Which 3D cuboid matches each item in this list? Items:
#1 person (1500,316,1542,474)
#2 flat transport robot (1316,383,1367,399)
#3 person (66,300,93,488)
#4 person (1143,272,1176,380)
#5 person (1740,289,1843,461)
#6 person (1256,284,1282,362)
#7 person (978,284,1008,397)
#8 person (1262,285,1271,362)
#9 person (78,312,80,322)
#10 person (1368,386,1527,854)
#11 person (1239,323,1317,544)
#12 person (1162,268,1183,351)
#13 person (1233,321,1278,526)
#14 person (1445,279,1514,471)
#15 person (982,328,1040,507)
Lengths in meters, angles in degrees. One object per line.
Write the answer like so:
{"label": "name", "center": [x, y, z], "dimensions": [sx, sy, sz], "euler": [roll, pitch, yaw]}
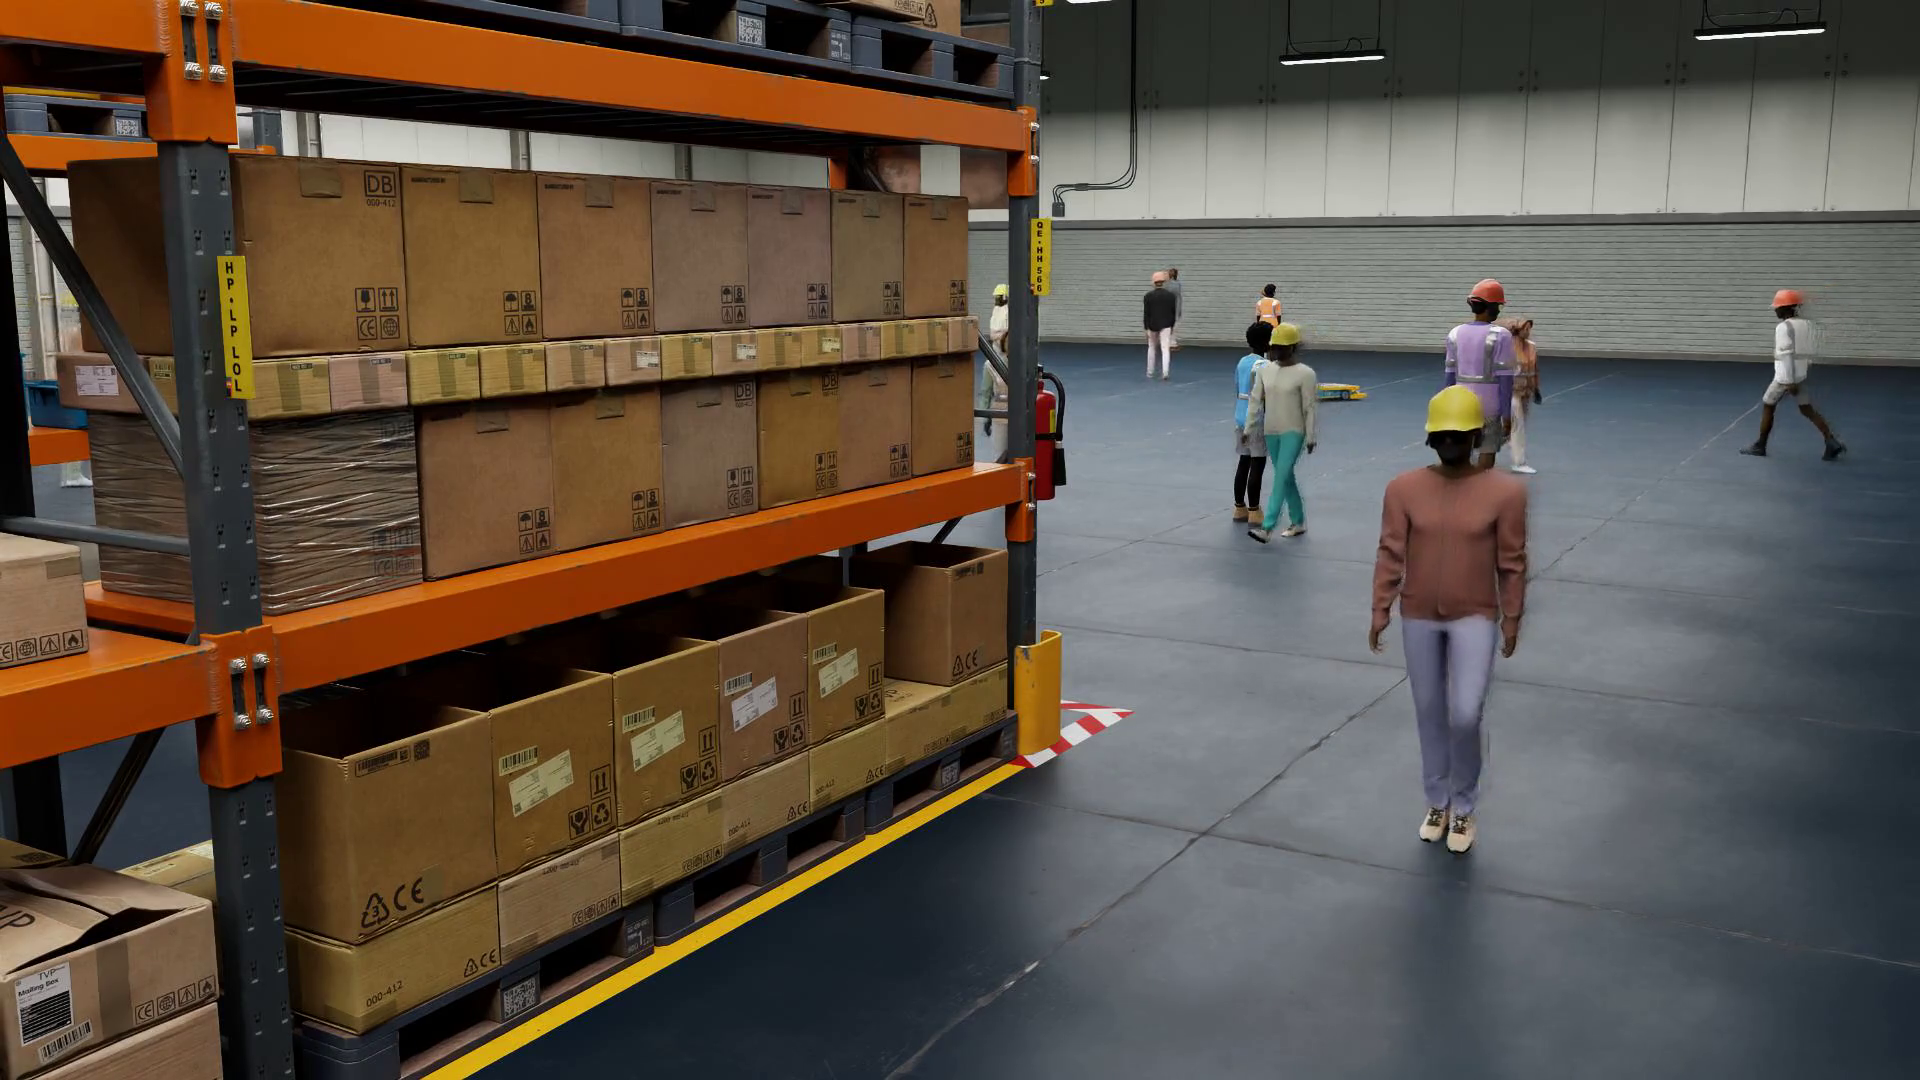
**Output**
{"label": "person", "center": [5.735, -1.520, 17.271], "dimensions": [0.524, 1.617, 0.689], "euler": [-6, 12, -33]}
{"label": "flat transport robot", "center": [5.521, -2.301, 25.787], "dimensions": [1.431, 0.197, 0.652], "euler": [-4, 10, -22]}
{"label": "person", "center": [-8.265, -1.454, 16.073], "dimensions": [0.896, 1.889, 0.617], "euler": [-7, 12, -34]}
{"label": "person", "center": [3.623, -3.880, 30.159], "dimensions": [0.614, 1.950, 1.027], "euler": [0, 10, -1]}
{"label": "person", "center": [9.173, -1.805, 18.214], "dimensions": [0.555, 1.886, 1.055], "euler": [-6, 11, -30]}
{"label": "person", "center": [5.939, -4.069, 31.983], "dimensions": [0.531, 1.692, 0.320], "euler": [7, 12, 35]}
{"label": "person", "center": [0.753, -3.173, 26.454], "dimensions": [0.913, 1.797, 0.601], "euler": [-6, 11, -30]}
{"label": "person", "center": [6.380, -4.479, 34.551], "dimensions": [0.264, 1.632, 0.507], "euler": [-1, 10, -4]}
{"label": "person", "center": [-13.896, -3.318, 26.833], "dimensions": [0.645, 1.944, 0.646], "euler": [-1, 10, -7]}
{"label": "person", "center": [1.805, 0.301, 6.217], "dimensions": [0.539, 1.745, 0.528], "euler": [5, 11, 29]}
{"label": "person", "center": [2.483, -0.823, 12.935], "dimensions": [0.936, 1.708, 0.520], "euler": [-9, 13, -44]}
{"label": "person", "center": [5.019, -5.447, 39.329], "dimensions": [0.372, 1.940, 0.632], "euler": [-7, 12, -34]}
{"label": "person", "center": [2.461, -0.966, 13.802], "dimensions": [0.316, 1.695, 0.541], "euler": [-3, 10, -16]}
{"label": "person", "center": [4.159, -1.052, 13.290], "dimensions": [0.377, 2.044, 0.608], "euler": [-7, 12, -36]}
{"label": "person", "center": [0.450, -1.013, 14.287], "dimensions": [0.518, 1.625, 0.409], "euler": [1, 10, 3]}
